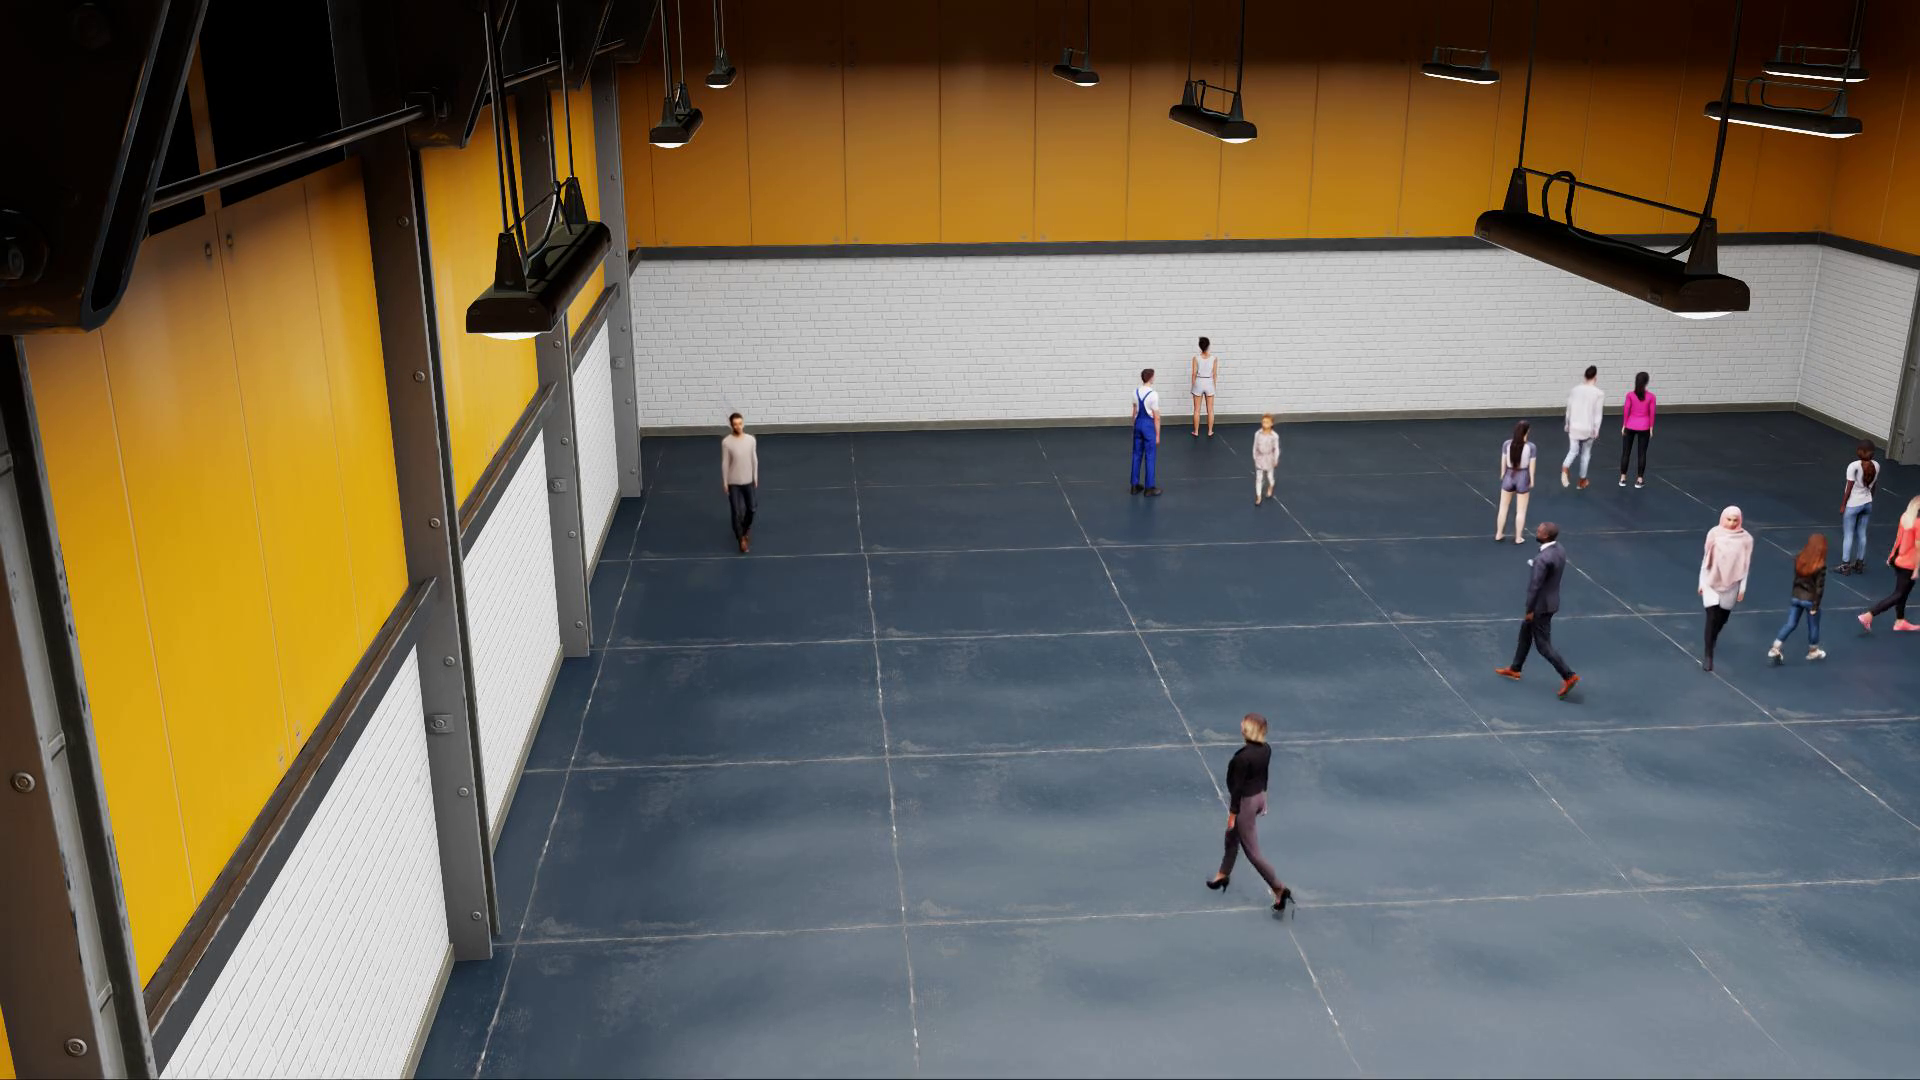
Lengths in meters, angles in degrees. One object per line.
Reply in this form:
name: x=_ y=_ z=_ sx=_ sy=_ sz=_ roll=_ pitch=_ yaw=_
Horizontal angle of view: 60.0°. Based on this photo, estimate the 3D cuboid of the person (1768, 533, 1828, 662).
person: x=9.040 y=0.650 z=17.905 sx=0.862 sy=1.451 sz=0.967 roll=-10 pitch=21 yaw=-28

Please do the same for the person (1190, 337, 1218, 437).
person: x=3.952 y=-2.499 z=26.984 sx=0.581 sy=1.626 sz=0.509 roll=0 pitch=19 yaw=0

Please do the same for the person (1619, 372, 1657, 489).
person: x=9.871 y=-1.616 z=24.247 sx=0.680 sy=1.699 sz=0.704 roll=9 pitch=20 yaw=24

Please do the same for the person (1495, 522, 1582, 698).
person: x=6.084 y=0.717 z=17.168 sx=1.243 sy=1.795 sz=1.193 roll=14 pitch=23 yaw=36

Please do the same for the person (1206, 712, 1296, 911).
person: x=2.335 y=2.175 z=13.089 sx=1.060 sy=1.636 sz=1.034 roll=13 pitch=22 yaw=33

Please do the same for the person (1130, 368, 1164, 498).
person: x=2.647 y=-1.558 z=23.839 sx=0.716 sy=1.849 sz=0.786 roll=17 pitch=25 yaw=41

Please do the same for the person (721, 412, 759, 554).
person: x=-2.863 y=-0.760 z=21.460 sx=0.742 sy=1.854 sz=0.736 roll=-8 pitch=20 yaw=-22

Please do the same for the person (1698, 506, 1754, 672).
person: x=8.195 y=0.485 z=17.893 sx=0.975 sy=1.773 sz=1.226 roll=7 pitch=20 yaw=21

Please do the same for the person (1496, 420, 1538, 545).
person: x=7.298 y=-0.764 z=21.799 sx=0.674 sy=1.647 sz=0.709 roll=12 pitch=22 yaw=31

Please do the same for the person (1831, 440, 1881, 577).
person: x=11.152 y=-0.415 z=20.645 sx=0.602 sy=1.721 sz=0.551 roll=-4 pitch=19 yaw=-11

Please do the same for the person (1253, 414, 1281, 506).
person: x=4.345 y=-1.160 z=23.540 sx=0.816 sy=1.285 sz=1.009 roll=8 pitch=20 yaw=22

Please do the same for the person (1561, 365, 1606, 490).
person: x=8.946 y=-1.590 z=23.985 sx=1.020 sy=1.816 sz=1.067 roll=17 pitch=25 yaw=41

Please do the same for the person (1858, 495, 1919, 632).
person: x=10.500 y=0.295 z=18.623 sx=0.785 sy=1.666 sz=0.973 roll=-1 pitch=19 yaw=-2
